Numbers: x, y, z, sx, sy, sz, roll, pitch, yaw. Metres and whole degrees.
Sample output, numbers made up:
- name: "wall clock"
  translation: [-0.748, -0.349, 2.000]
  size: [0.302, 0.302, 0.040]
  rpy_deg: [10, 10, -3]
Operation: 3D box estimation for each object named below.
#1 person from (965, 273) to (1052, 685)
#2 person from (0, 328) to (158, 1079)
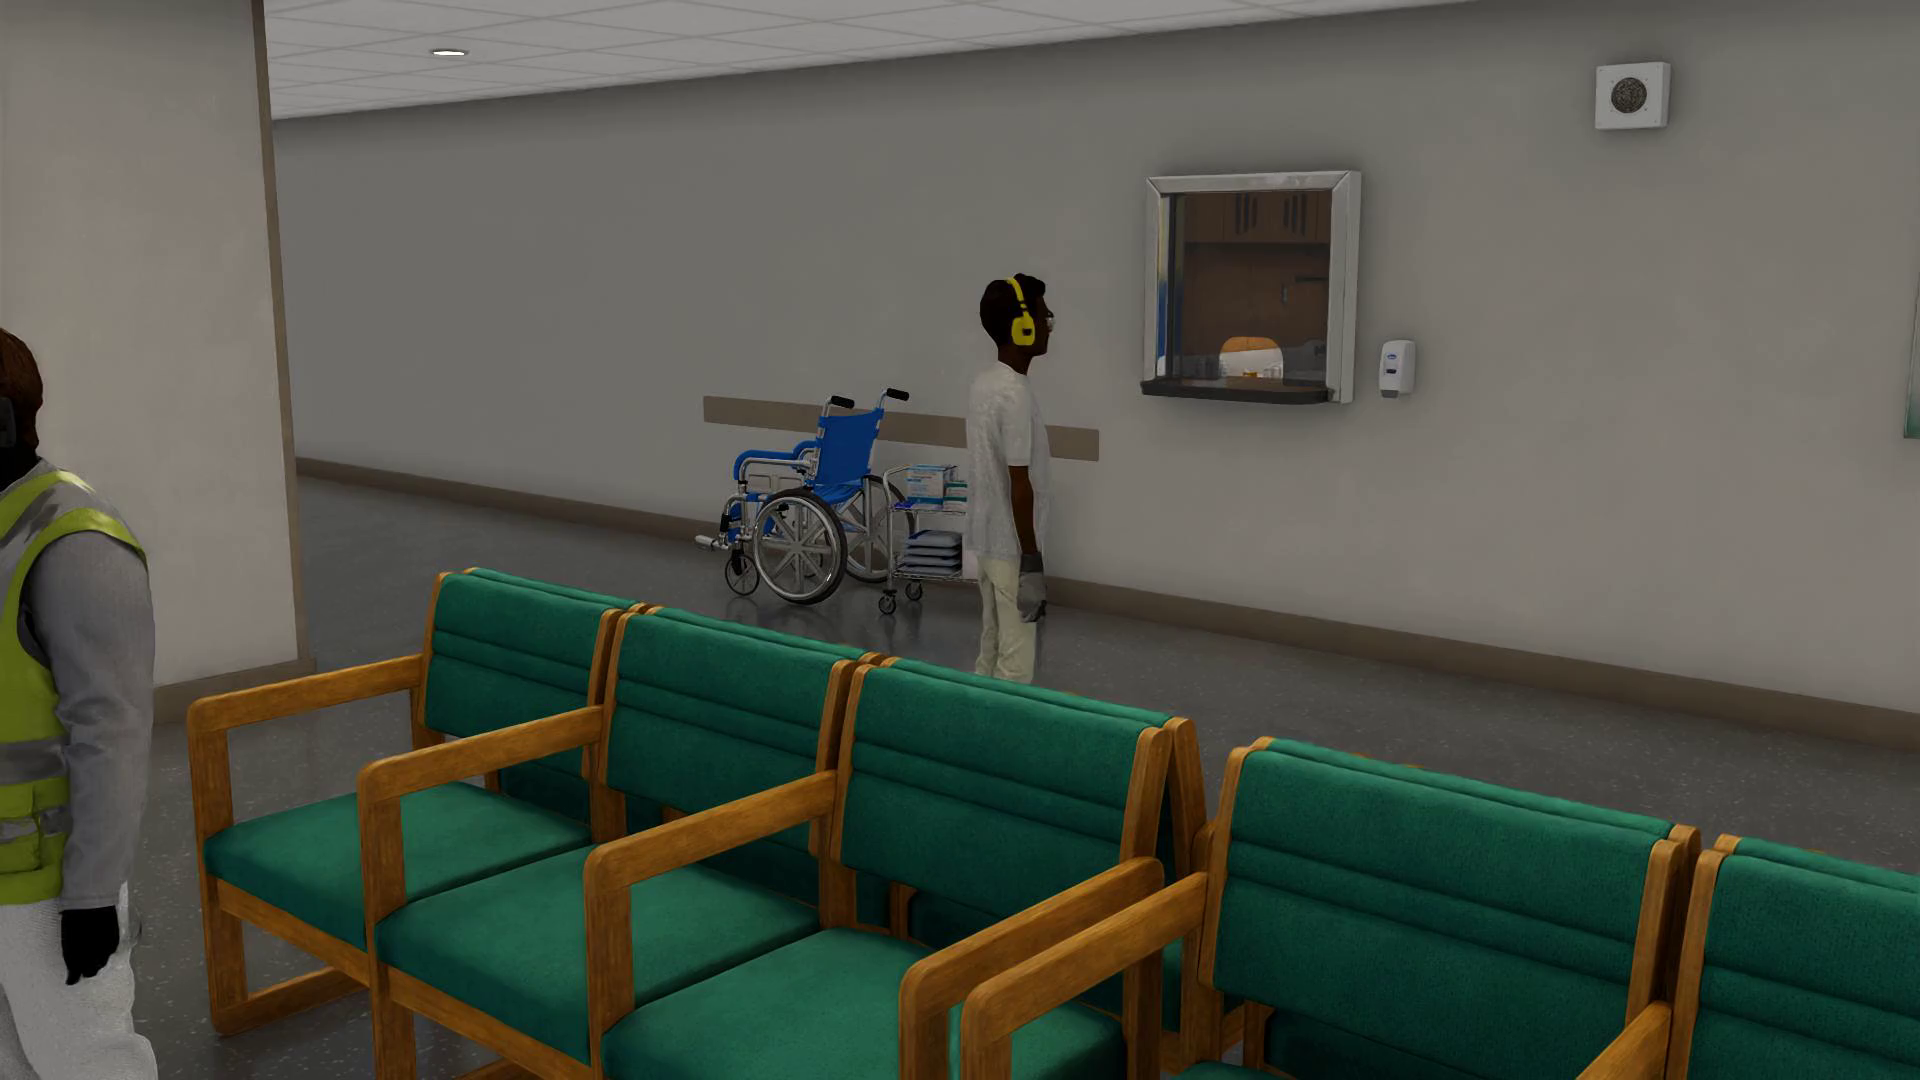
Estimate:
- name: "person"
  translation: [0.185, 0.056, 5.566]
  size: [0.326, 1.876, 0.518]
  rpy_deg: [-3, 10, -15]
- name: "person"
  translation: [-1.644, 0.547, 2.870]
  size: [0.622, 1.844, 0.429]
  rpy_deg: [6, 12, 32]
